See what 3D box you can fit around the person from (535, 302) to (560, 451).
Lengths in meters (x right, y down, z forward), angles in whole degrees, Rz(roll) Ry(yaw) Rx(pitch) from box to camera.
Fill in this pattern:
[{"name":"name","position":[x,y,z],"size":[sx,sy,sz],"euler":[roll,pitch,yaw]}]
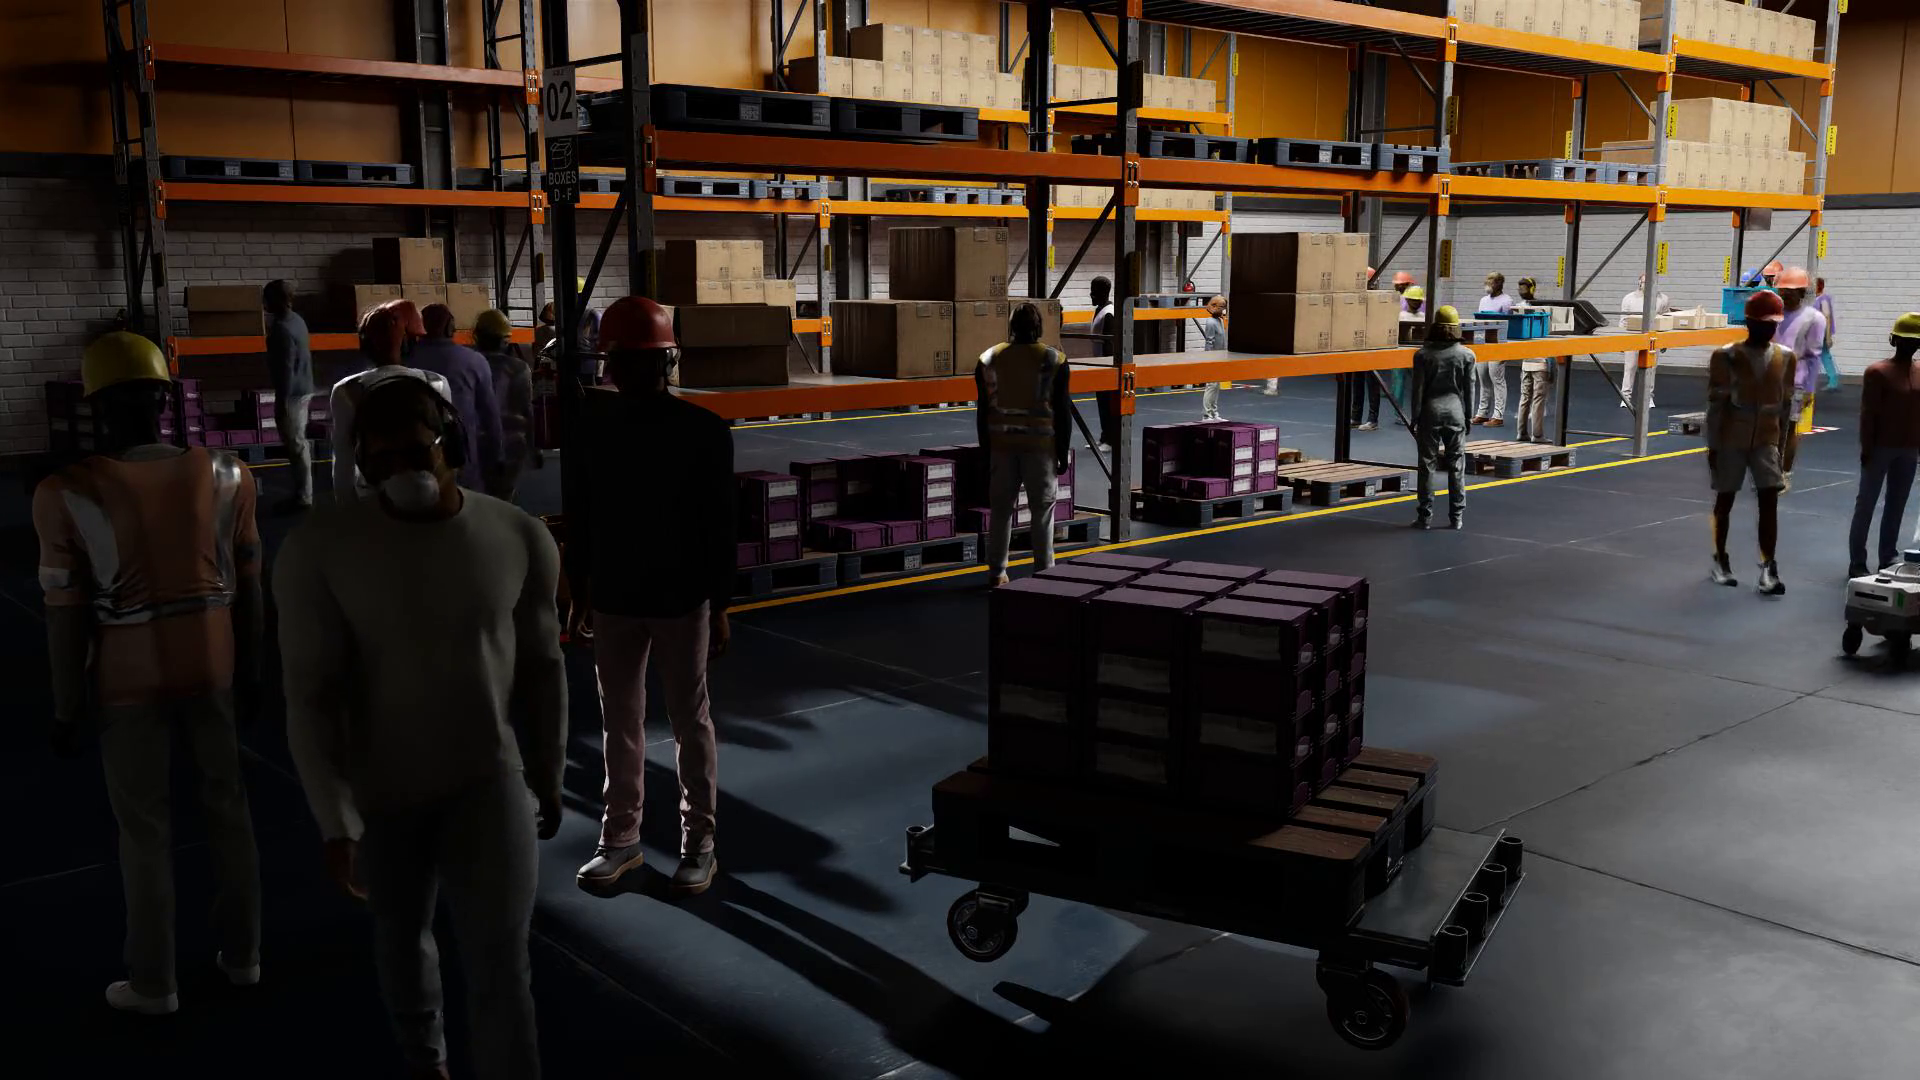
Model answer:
[{"name":"person","position":[-4.466,-1.787,18.227],"size":[0.491,1.626,0.282],"euler":[8,13,39]}]

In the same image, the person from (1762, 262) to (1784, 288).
[{"name":"person","position":[11.246,-2.834,23.124],"size":[0.615,2.041,0.376],"euler":[-6,12,-33]}]

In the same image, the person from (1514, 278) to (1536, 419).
[{"name":"person","position":[7.420,-2.500,21.776],"size":[0.745,1.831,0.532],"euler":[-3,10,-19]}]

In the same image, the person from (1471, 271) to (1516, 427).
[{"name":"person","position":[6.631,-2.373,20.731],"size":[0.372,1.940,0.632],"euler":[-4,10,-21]}]

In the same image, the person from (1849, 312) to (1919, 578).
[{"name":"person","position":[6.133,-0.606,10.900],"size":[0.526,1.765,0.329],"euler":[-2,10,-11]}]

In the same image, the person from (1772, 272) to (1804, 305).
[{"name":"person","position":[11.216,-2.713,22.803],"size":[0.643,1.913,0.411],"euler":[7,12,34]}]

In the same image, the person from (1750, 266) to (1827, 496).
[{"name":"person","position":[7.265,-1.390,14.689],"size":[0.506,2.029,0.619],"euler":[-7,12,-36]}]

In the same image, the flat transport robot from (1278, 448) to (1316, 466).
[{"name":"flat transport robot","position":[2.780,-0.761,16.167],"size":[1.431,0.197,0.652],"euler":[-9,13,-44]}]

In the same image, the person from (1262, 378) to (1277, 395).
[{"name":"person","position":[4.755,-3.213,25.671],"size":[0.389,1.949,0.759],"euler":[2,10,12]}]

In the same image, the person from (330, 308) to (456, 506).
[{"name":"person","position":[-2.719,-0.172,8.033],"size":[0.580,1.879,0.347],"euler":[-6,11,-30]}]

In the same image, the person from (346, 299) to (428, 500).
[{"name":"person","position":[-3.502,-0.498,9.937],"size":[0.954,1.889,0.579],"euler":[7,12,36]}]

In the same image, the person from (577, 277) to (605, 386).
[{"name":"person","position":[-3.963,-1.788,17.376],"size":[0.588,1.918,0.401],"euler":[5,11,29]}]

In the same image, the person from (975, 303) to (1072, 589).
[{"name":"person","position":[0.409,-0.582,10.573],"size":[0.622,1.835,0.430],"euler":[3,10,17]}]

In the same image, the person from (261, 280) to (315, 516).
[{"name":"person","position":[-5.564,-1.163,13.708],"size":[0.465,1.931,0.644],"euler":[-2,10,-11]}]

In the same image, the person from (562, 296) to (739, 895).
[{"name":"person","position":[-1.044,0.191,5.556],"size":[0.621,1.994,0.381],"euler":[2,10,14]}]

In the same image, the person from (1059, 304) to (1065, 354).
[{"name":"person","position":[0.842,-1.382,15.634],"size":[0.316,1.696,0.541],"euler":[-2,10,-11]}]

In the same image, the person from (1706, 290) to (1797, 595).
[{"name":"person","position":[4.985,-0.602,10.452],"size":[0.561,1.905,0.853],"euler":[1,10,8]}]

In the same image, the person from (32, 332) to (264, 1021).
[{"name":"person","position":[-2.245,0.383,4.657],"size":[0.378,1.918,0.585],"euler":[9,13,42]}]

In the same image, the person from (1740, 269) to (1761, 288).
[{"name":"person","position":[10.619,-2.655,22.390],"size":[0.626,1.940,0.424],"euler":[-3,10,-19]}]

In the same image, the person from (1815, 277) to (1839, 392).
[{"name":"person","position":[13.368,-3.211,26.076],"size":[0.981,1.785,0.579],"euler":[3,10,17]}]

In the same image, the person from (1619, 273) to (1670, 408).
[{"name":"person","position":[9.577,-2.795,23.301],"size":[0.651,1.904,0.403],"euler":[3,10,15]}]

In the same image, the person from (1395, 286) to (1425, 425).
[{"name":"person","position":[5.661,-2.280,20.751],"size":[0.538,1.745,0.676],"euler":[-2,10,-13]}]

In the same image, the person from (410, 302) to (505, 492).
[{"name":"person","position":[-3.120,-0.489,9.980],"size":[0.658,1.870,0.914],"euler":[0,10,-1]}]

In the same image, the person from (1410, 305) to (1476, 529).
[{"name":"person","position":[3.755,-0.952,12.985],"size":[0.492,1.742,0.318],"euler":[1,10,4]}]

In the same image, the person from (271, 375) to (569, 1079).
[{"name":"person","position":[-1.172,0.569,3.740],"size":[0.629,1.871,1.095],"euler":[-5,11,-25]}]

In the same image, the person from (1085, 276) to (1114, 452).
[{"name":"person","position":[1.584,-1.906,18.101],"size":[0.392,1.911,0.581],"euler":[-1,10,-4]}]

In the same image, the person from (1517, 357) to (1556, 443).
[{"name":"person","position":[6.590,-1.917,18.961],"size":[0.312,1.634,0.514],"euler":[-4,10,-21]}]

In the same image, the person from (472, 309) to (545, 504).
[{"name":"person","position":[-3.062,-0.615,10.906],"size":[0.578,1.788,0.945],"euler":[4,10,20]}]

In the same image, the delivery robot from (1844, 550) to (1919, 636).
[{"name":"delivery robot","position":[5.074,0.296,8.874],"size":[0.707,0.478,0.477],"euler":[-5,11,-28]}]

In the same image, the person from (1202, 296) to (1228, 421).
[{"name":"person","position":[3.233,-2.270,21.054],"size":[0.290,1.623,0.507],"euler":[4,11,25]}]

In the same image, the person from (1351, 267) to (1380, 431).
[{"name":"person","position":[4.950,-2.336,20.348],"size":[0.382,1.993,0.622],"euler":[-6,11,-30]}]

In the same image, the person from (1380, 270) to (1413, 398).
[{"name":"person","position":[6.698,-3.098,25.035],"size":[0.738,1.915,0.549],"euler":[-3,10,-15]}]
